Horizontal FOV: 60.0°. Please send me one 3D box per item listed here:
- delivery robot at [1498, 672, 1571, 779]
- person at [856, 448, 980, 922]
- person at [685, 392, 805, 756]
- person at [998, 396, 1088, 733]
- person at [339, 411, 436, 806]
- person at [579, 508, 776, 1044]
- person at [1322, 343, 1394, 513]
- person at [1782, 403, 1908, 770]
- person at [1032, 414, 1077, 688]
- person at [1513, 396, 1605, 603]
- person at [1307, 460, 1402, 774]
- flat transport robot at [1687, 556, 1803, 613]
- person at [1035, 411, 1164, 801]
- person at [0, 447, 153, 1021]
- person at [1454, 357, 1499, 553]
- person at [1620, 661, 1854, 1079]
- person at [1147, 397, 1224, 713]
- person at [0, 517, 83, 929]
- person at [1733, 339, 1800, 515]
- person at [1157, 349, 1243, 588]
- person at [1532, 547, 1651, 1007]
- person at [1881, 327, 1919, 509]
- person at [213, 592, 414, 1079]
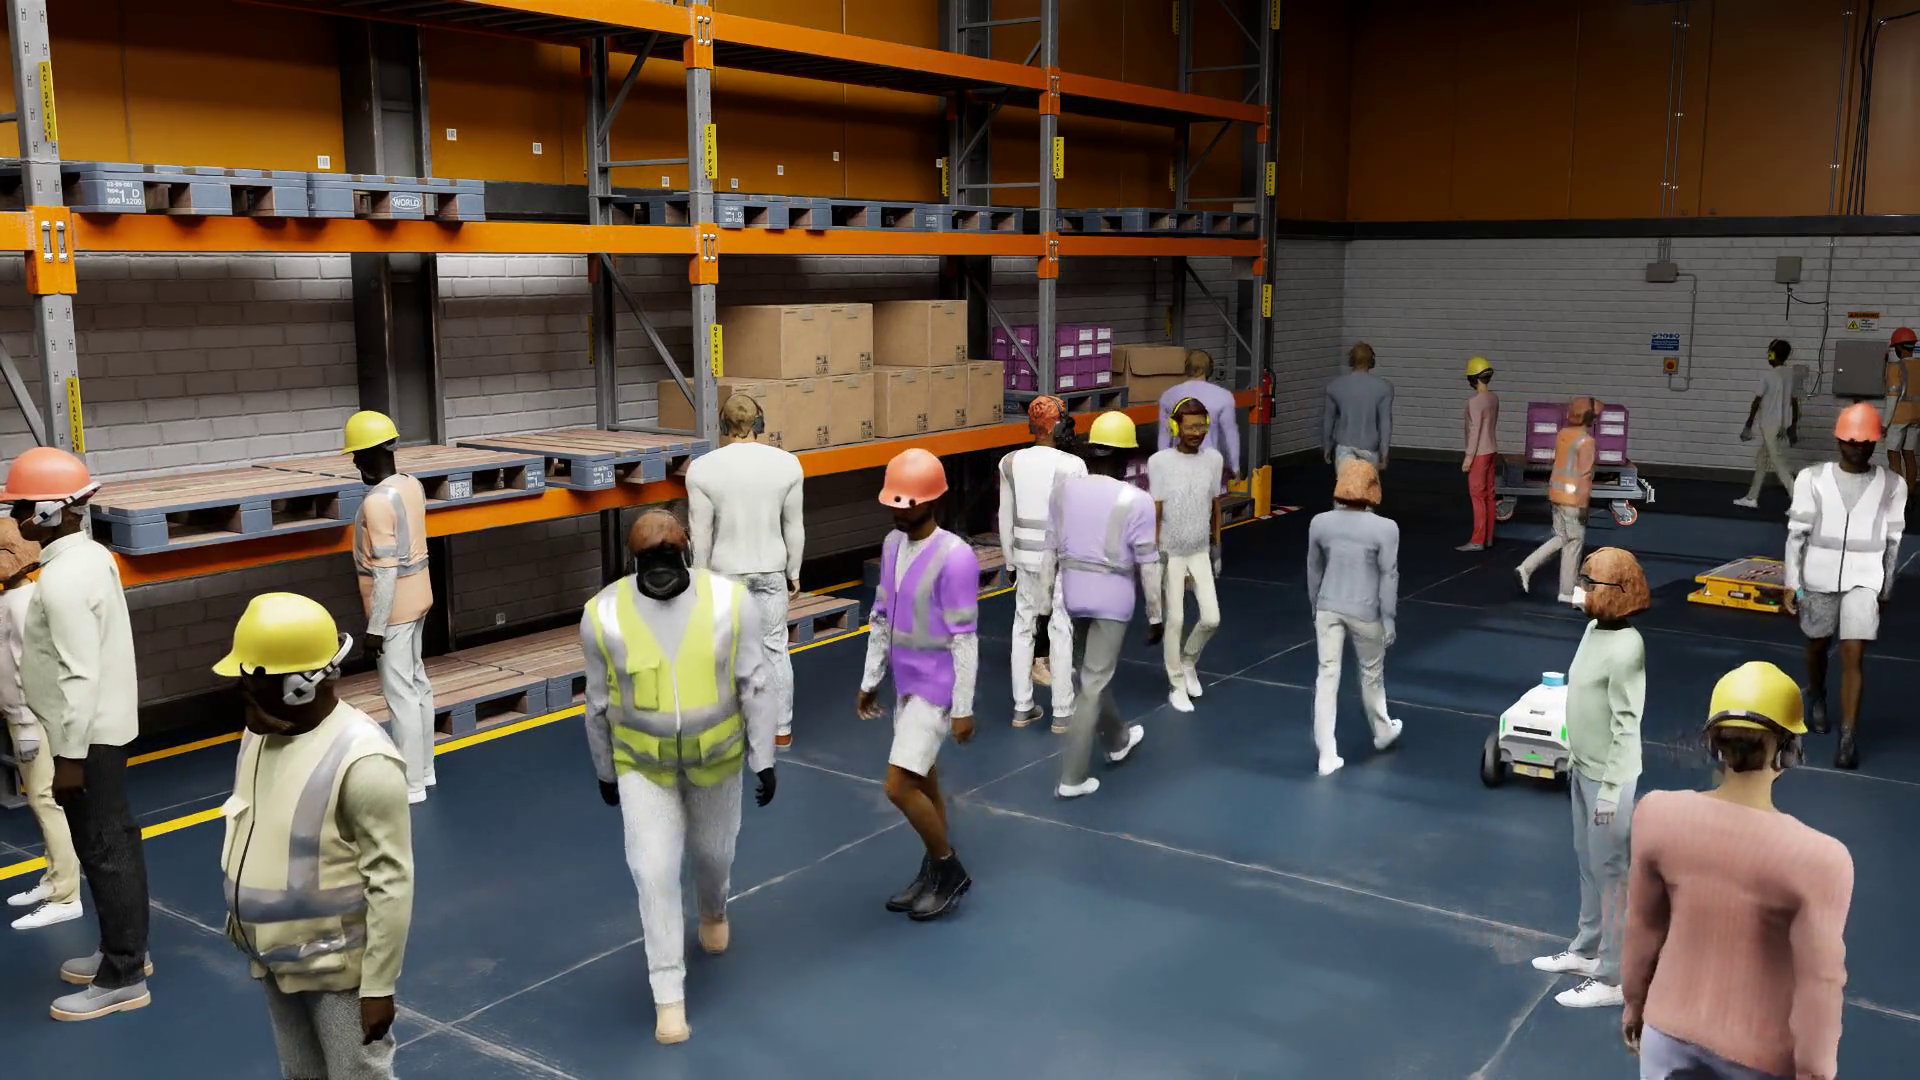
[{"bbox_3d":[2.970,0.908,8.366,0.477,0.478,0.707,6,11,33],"label":"delivery robot"},{"bbox_3d":[-0.161,0.579,6.571,0.444,1.912,0.572,-5,11,-26],"label":"person"},{"bbox_3d":[-1.132,0.189,8.824,0.629,1.937,0.379,-3,10,-18],"label":"person"},{"bbox_3d":[0.487,0.137,9.294,0.575,1.883,0.355,6,11,32],"label":"person"},{"bbox_3d":[-2.749,0.335,8.013,0.381,1.917,0.586,0,10,-3],"label":"person"},{"bbox_3d":[-0.994,0.752,5.883,0.659,1.808,0.870,-2,10,-12],"label":"person"},{"bbox_3d":[3.598,-0.844,15.124,0.645,1.896,1.005,4,10,21],"label":"person"},{"bbox_3d":[4.729,0.200,8.932,0.552,1.888,0.998,5,11,28],"label":"person"},{"bbox_3d":[0.585,0.056,10.326,0.317,1.695,0.540,3,10,19],"label":"person"},{"bbox_3d":[4.572,-0.295,12.654,0.527,1.616,0.531,0,10,-3],"label":"person"},{"bbox_3d":[2.079,0.377,8.681,0.517,1.594,0.794,6,11,33],"label":"person"},{"bbox_3d":[6.248,0.332,12.924,0.652,0.197,1.431,9,13,42],"label":"flat transport robot"},{"bbox_3d":[0.763,0.301,8.303,0.607,1.877,0.963,8,12,39],"label":"person"},{"bbox_3d":[-3.075,0.667,5.800,0.395,1.993,0.614,-3,10,-18],"label":"person"},{"bbox_3d":[4.681,-0.767,15.038,0.329,1.763,0.523,8,12,39],"label":"person"},{"bbox_3d":[1.709,1.138,3.792,0.805,1.724,0.531,-7,12,-37],"label":"person"},{"bbox_3d":[1.308,0.091,9.680,0.527,1.848,0.414,-3,10,-15],"label":"person"},{"bbox_3d":[-3.706,0.716,6.607,0.270,1.627,0.503,-6,12,-34],"label":"person"},{"bbox_3d":[8.544,-1.187,17.381,0.510,1.825,0.984,-4,10,-23],"label":"person"},{"bbox_3d":[1.972,-0.591,13.552,0.653,1.911,0.793,6,11,32],"label":"person"},{"bbox_3d":[2.257,0.830,5.895,0.280,1.636,0.500,1,10,6],"label":"person"},{"bbox_3d":[9.911,-1.271,17.548,0.543,1.927,0.375,-4,10,-22],"label":"person"},{"bbox_3d":[-1.611,1.024,4.166,0.593,1.828,0.403,8,12,38],"label":"person"}]
